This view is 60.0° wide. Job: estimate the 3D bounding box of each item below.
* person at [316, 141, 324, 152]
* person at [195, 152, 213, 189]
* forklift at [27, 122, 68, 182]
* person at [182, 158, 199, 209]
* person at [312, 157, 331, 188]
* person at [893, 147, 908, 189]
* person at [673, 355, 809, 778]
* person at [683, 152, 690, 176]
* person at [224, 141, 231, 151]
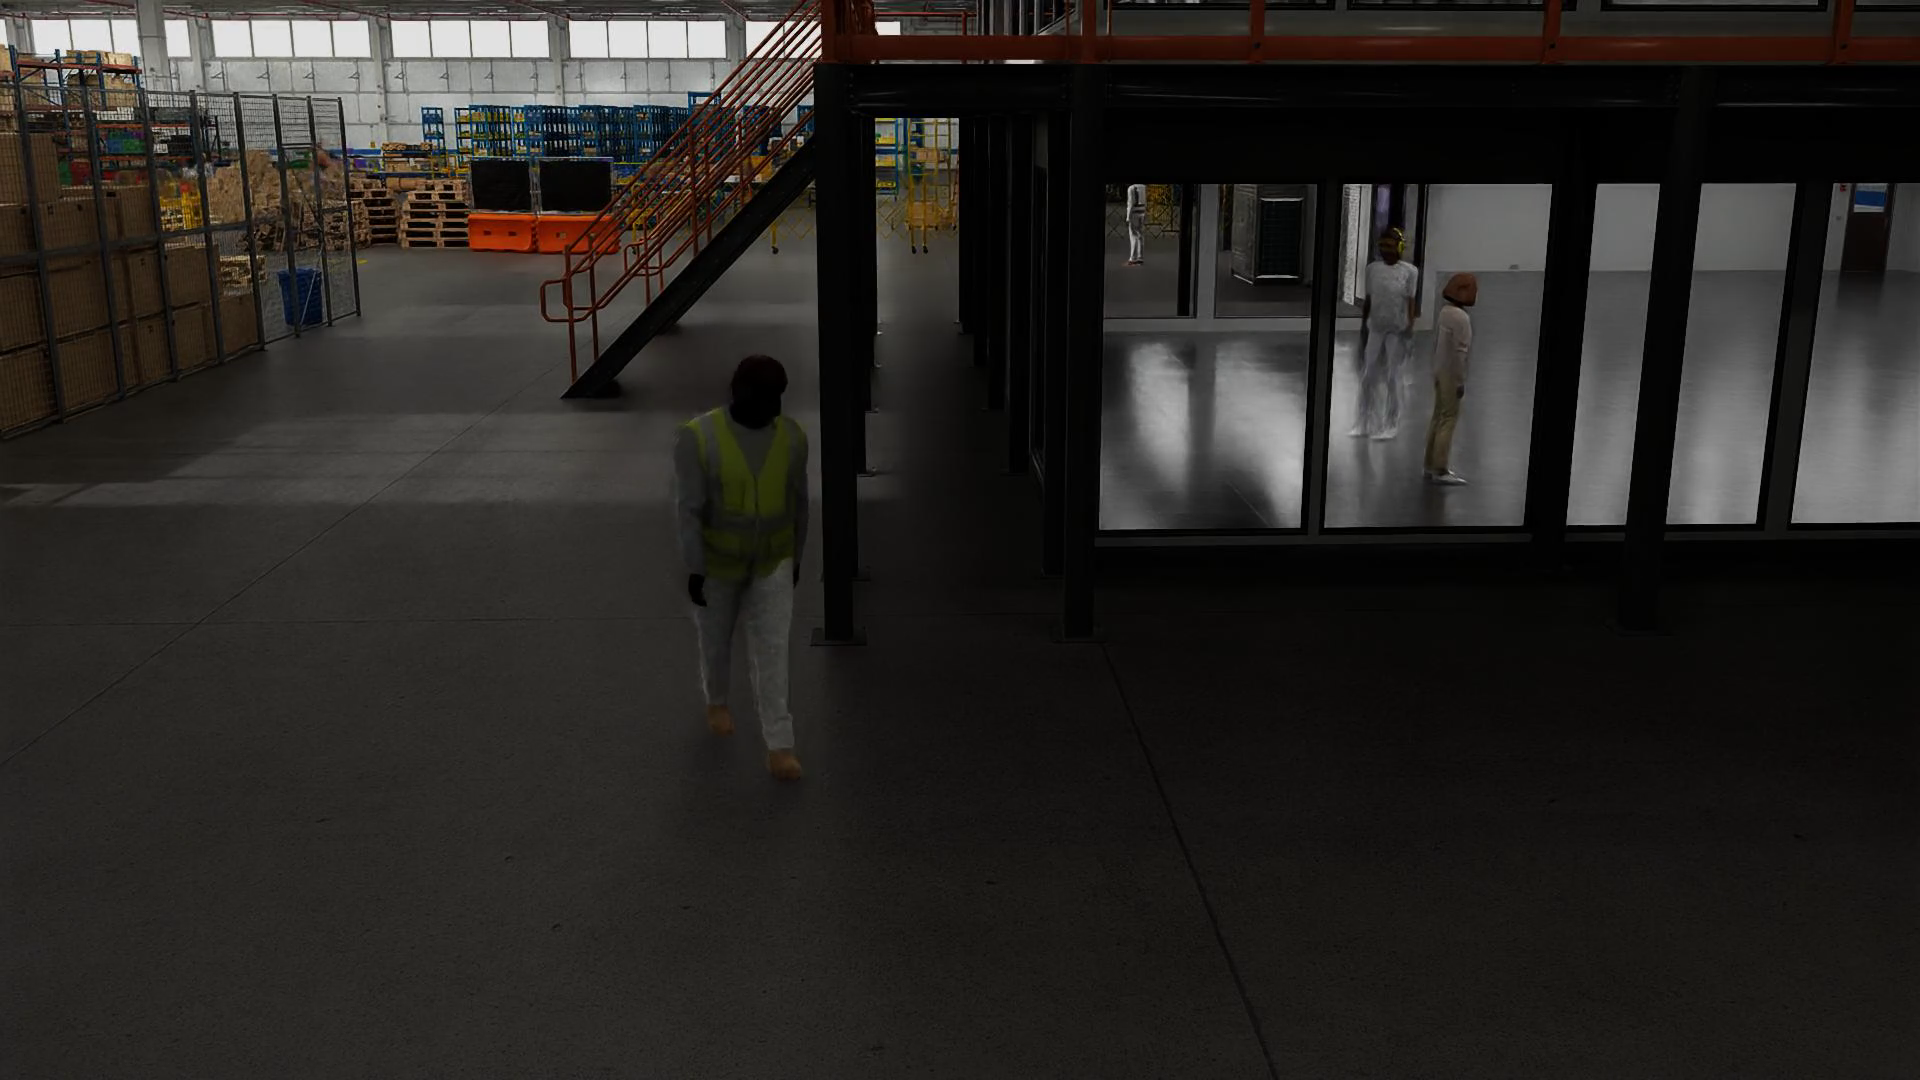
[{"bbox_3d":[-29.298,-17.320,76.379,0.497,1.978,0.648,-2,14,-9],"label":"person"},{"bbox_3d":[-24.973,-11.890,54.995,0.612,1.816,0.565,0,14,-1],"label":"person"},{"bbox_3d":[-35.376,-14.773,64.377,1.129,2.768,1.873,-1,14,-2],"label":"forklift"},{"bbox_3d":[-24.285,-11.217,52.578,0.562,1.683,0.369,0,14,-1],"label":"person"},{"bbox_3d":[-15.341,-8.155,39.750,0.968,2.002,0.631,-13,19,-42],"label":"person"},{"bbox_3d":[-2.571,-15.893,71.069,0.882,1.801,0.606,9,17,32],"label":"person"},{"bbox_3d":[-0.938,0.078,7.259,0.628,1.786,0.990,-6,15,-21],"label":"person"},{"bbox_3d":[-10.634,-14.422,65.250,0.320,1.762,0.522,-13,19,-43],"label":"person"},{"bbox_3d":[-40.157,-20.968,91.277,0.488,1.827,0.624,-8,16,-28],"label":"person"}]
